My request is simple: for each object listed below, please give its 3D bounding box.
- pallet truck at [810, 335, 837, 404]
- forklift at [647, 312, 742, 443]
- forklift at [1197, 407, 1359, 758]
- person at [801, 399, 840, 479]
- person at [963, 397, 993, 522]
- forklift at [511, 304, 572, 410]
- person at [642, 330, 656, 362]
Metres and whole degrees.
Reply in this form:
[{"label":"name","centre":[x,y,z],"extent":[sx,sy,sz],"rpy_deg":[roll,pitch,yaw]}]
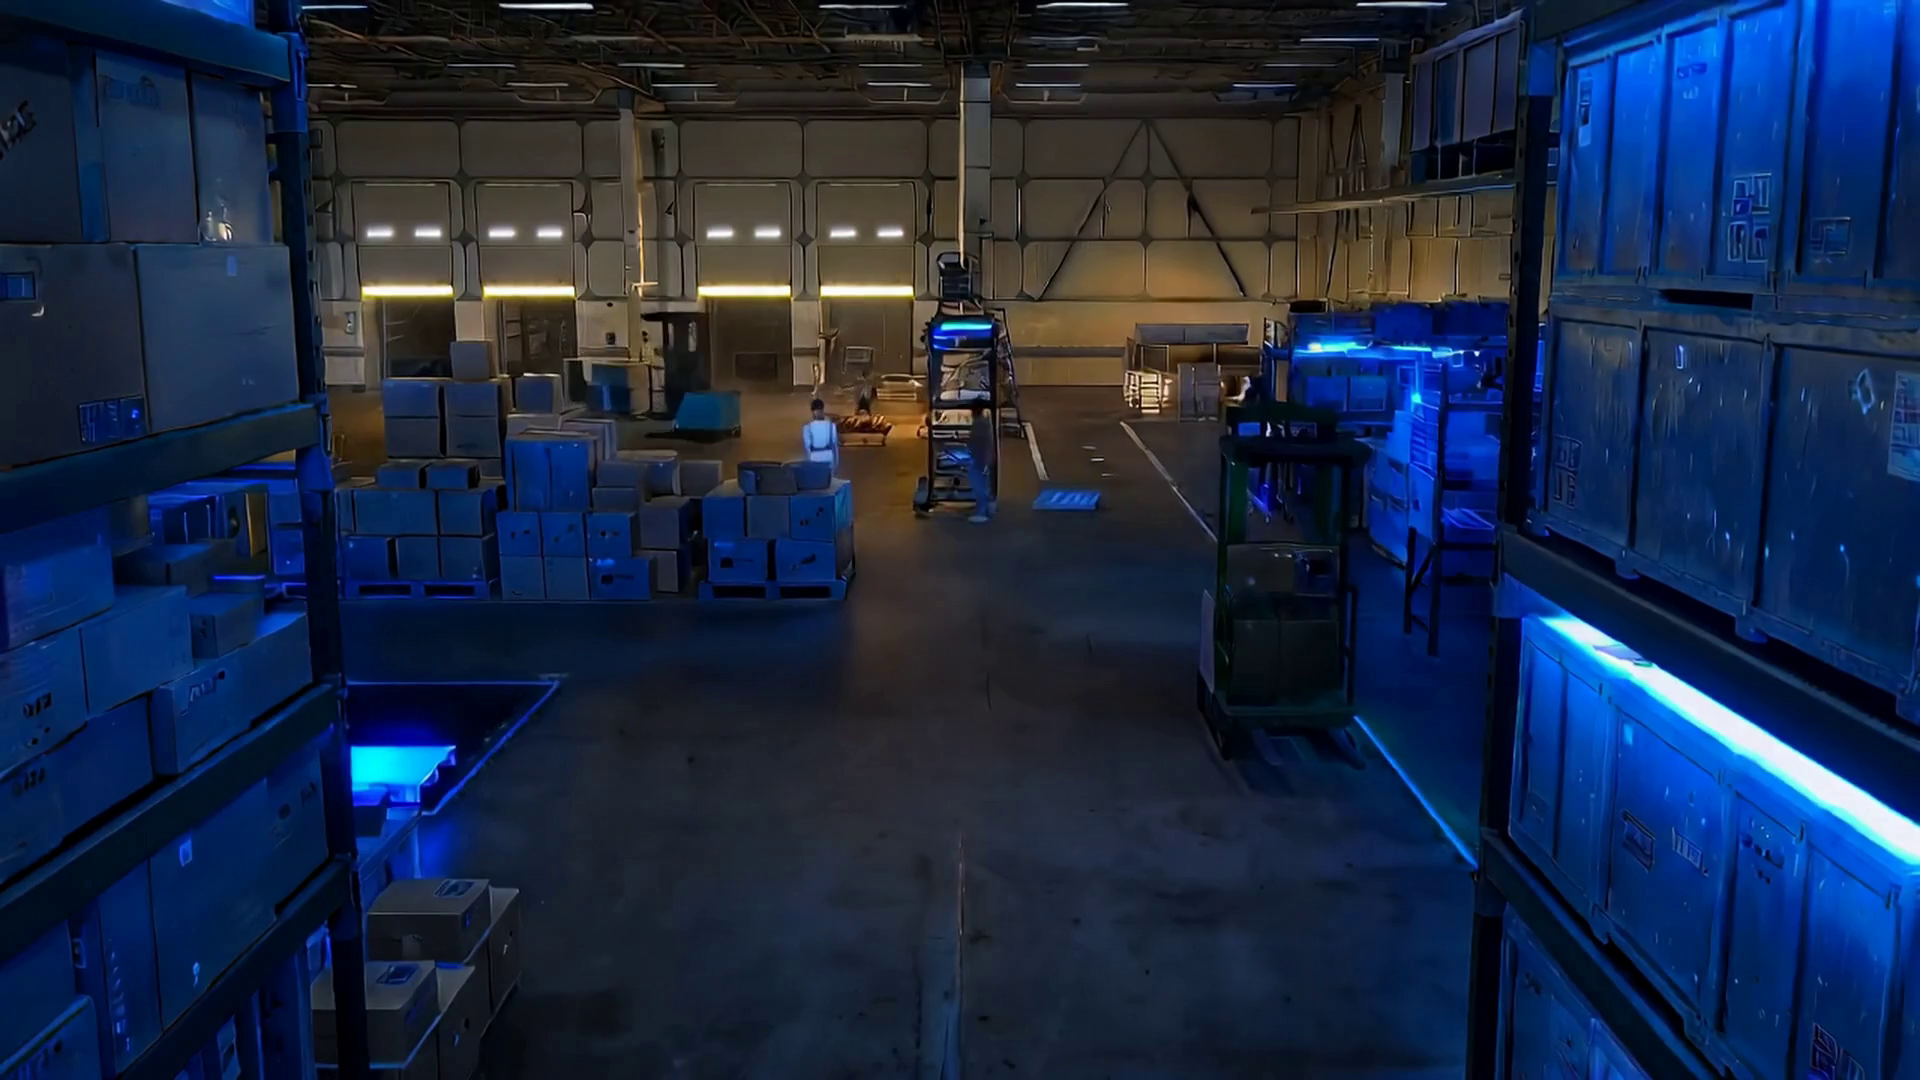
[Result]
[{"label":"pallet truck","centre":[-3.021,-4.312,43.126],"extent":[1.885,1.965,0.823],"rpy_deg":[3,10,17]},{"label":"forklift","centre":[-5.831,-3.601,36.477],"extent":[1.873,2.768,1.129],"rpy_deg":[6,12,31]},{"label":"forklift","centre":[2.693,0.259,14.208],"extent":[1.129,2.768,1.873],"rpy_deg":[0,10,1]},{"label":"person","centre":[-2.134,-1.178,25.315],"extent":[0.546,1.902,0.575],"rpy_deg":[-3,10,-19]},{"label":"person","centre":[0.264,-1.226,25.501],"extent":[0.430,1.928,0.639],"rpy_deg":[-2,10,-10]},{"label":"forklift","centre":[-10.724,-4.629,42.411],"extent":[1.129,2.768,1.873],"rpy_deg":[0,10,1]},{"label":"person","centre":[-8.814,-4.972,47.138],"extent":[0.389,1.930,0.544],"rpy_deg":[-7,12,-37]}]
